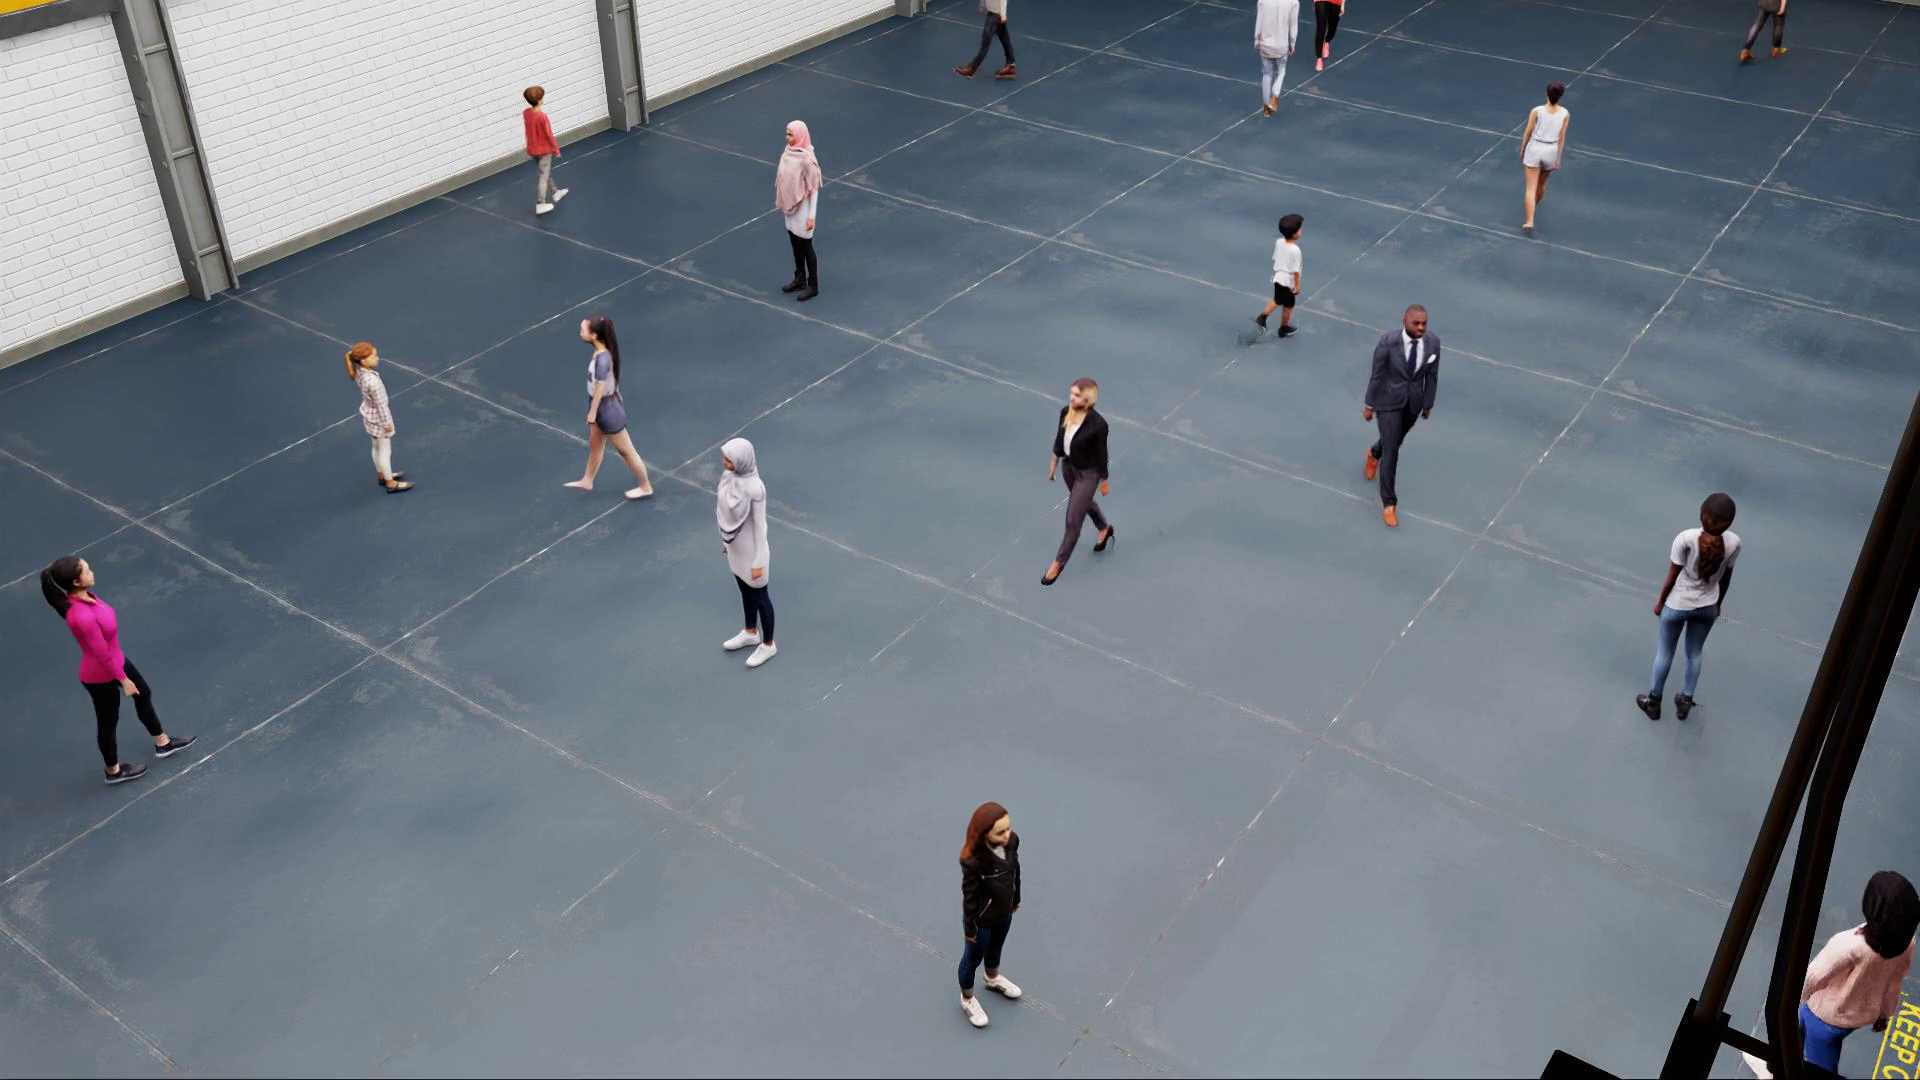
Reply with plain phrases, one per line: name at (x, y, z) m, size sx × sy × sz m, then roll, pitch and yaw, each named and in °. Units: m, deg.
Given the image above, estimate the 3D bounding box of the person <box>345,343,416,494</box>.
person at (-4.745, -1.002, 13.500) m, size 0.599 × 1.310 × 0.591 m, roll -21°, pitch 39°, yaw -28°

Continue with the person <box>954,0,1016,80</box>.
person at (0.569, -7.026, 22.095) m, size 1.180 × 1.829 × 1.133 m, roll -5°, pitch 34°, yaw -7°

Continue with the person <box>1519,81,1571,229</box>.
person at (6.276, -4.121, 17.958) m, size 0.896 × 1.569 × 1.133 m, roll 4°, pitch 34°, yaw 6°

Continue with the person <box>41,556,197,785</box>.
person at (-5.442, 0.844, 10.384) m, size 0.918 × 1.685 × 0.796 m, roll -17°, pitch 37°, yaw -23°

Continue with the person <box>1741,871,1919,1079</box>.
person at (4.300, 2.384, 8.039) m, size 1.206 × 1.716 × 1.150 m, roll -11°, pitch 35°, yaw -16°

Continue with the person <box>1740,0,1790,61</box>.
person at (11.084, -7.371, 22.750) m, size 1.145 × 1.677 × 0.941 m, roll -16°, pitch 37°, yaw -22°

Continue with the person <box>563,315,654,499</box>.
person at (-2.706, -1.028, 13.259) m, size 1.027 × 1.619 × 0.968 m, roll -6°, pitch 34°, yaw -9°

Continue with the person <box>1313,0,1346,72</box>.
person at (5.032, -7.316, 22.679) m, size 0.968 × 1.664 × 1.182 m, roll 2°, pitch 34°, yaw 4°

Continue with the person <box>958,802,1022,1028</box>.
person at (0.144, 1.959, 8.891) m, size 0.640 × 1.480 × 0.470 m, roll 28°, pitch 43°, yaw 35°

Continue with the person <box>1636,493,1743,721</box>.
person at (4.816, 0.437, 10.966) m, size 0.663 × 1.719 × 0.684 m, roll 1°, pitch 34°, yaw 1°

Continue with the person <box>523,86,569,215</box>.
person at (-4.685, -4.289, 18.366) m, size 0.538 × 1.397 × 0.788 m, roll 22°, pitch 39°, yaw 29°

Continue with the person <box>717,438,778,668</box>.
person at (-1.461, 0.062, 11.477) m, size 0.629 × 1.777 × 0.670 m, roll -23°, pitch 40°, yaw -31°

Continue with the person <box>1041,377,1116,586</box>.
person at (0.967, -0.482, 12.437) m, size 1.103 × 1.621 × 0.786 m, roll -25°, pitch 41°, yaw -33°

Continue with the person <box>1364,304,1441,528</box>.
person at (3.447, -1.095, 13.207) m, size 1.194 × 1.789 × 1.281 m, roll -5°, pitch 34°, yaw -7°

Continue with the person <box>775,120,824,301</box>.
person at (-1.587, -3.272, 16.468) m, size 0.688 × 1.804 × 0.701 m, roll -24°, pitch 41°, yaw -32°

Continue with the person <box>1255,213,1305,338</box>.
person at (3.054, -2.484, 15.783) m, size 0.775 × 1.251 × 0.658 m, roll -16°, pitch 37°, yaw -23°

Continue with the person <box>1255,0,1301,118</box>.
person at (3.937, -6.204, 20.857) m, size 0.780 × 1.830 × 0.770 m, roll 8°, pitch 34°, yaw 12°
